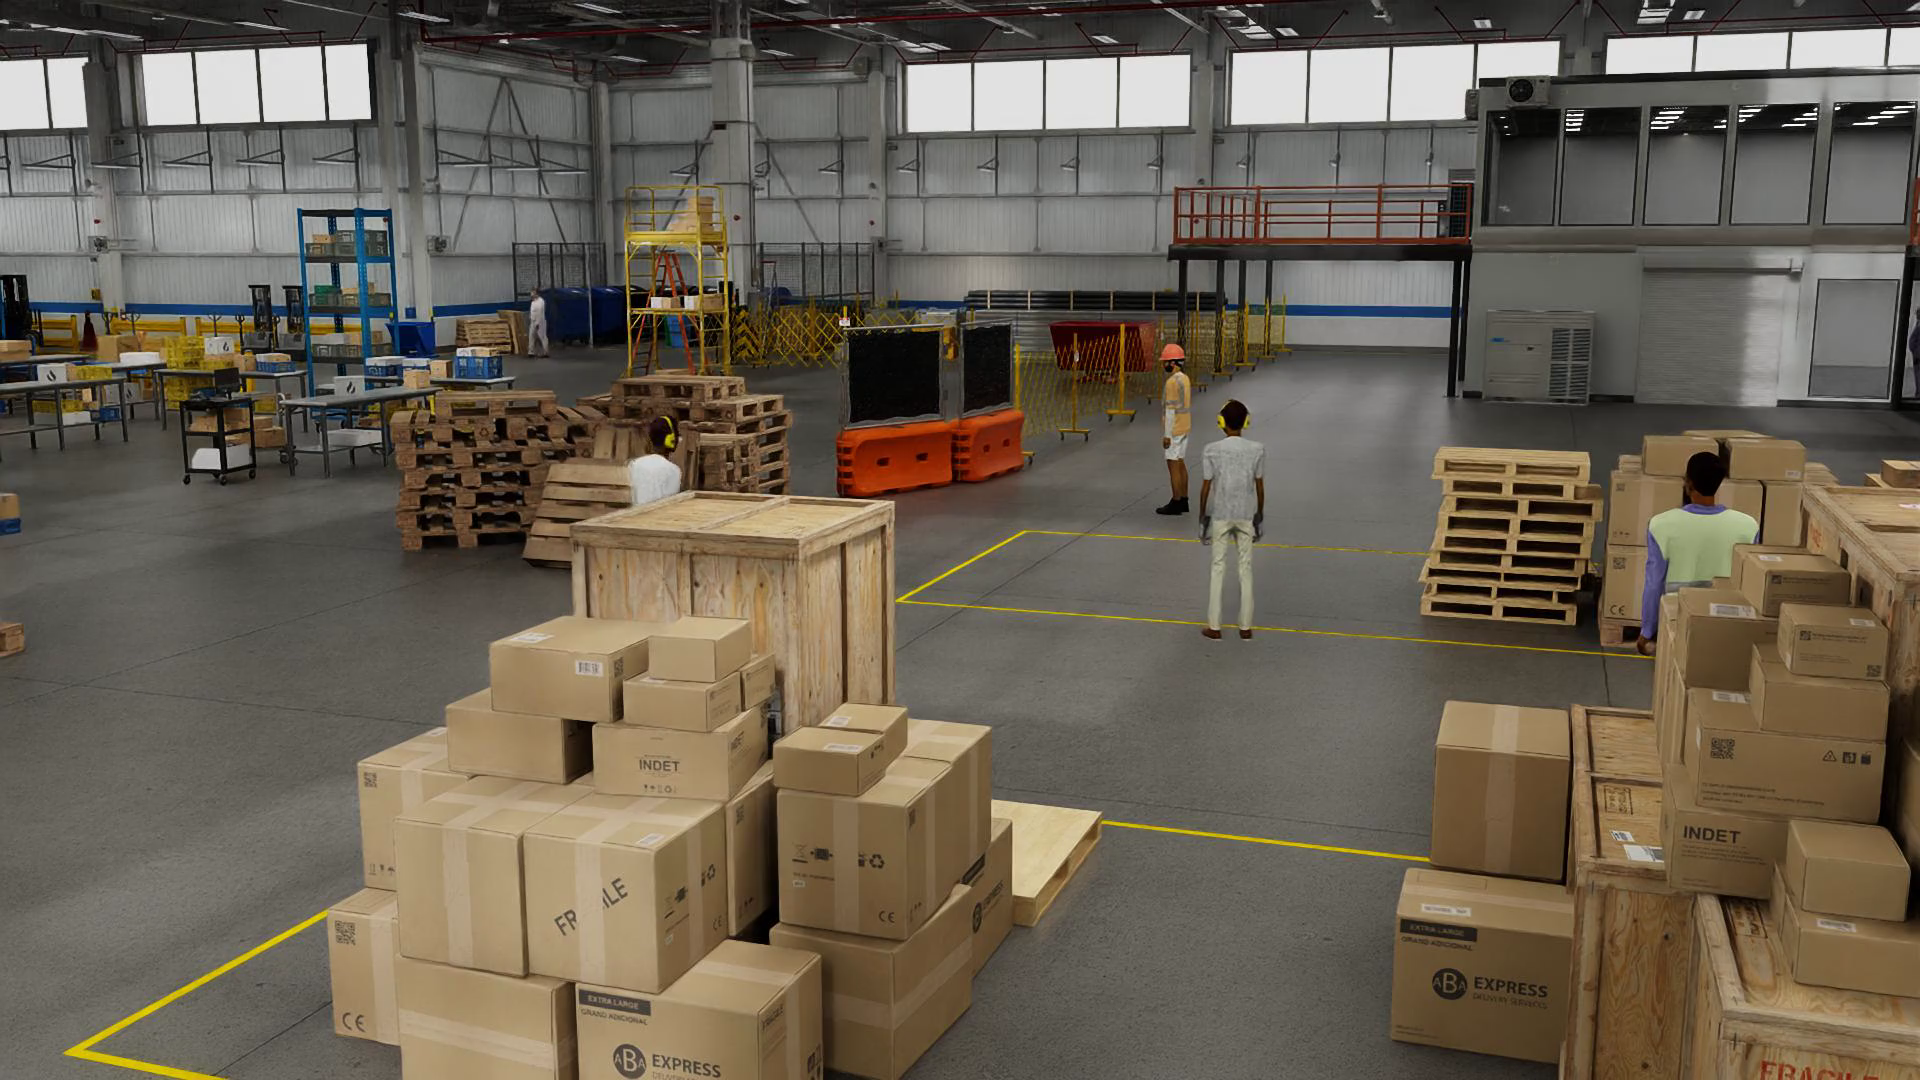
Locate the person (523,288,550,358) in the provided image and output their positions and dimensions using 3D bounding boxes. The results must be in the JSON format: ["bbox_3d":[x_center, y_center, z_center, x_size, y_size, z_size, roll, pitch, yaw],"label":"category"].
[{"bbox_3d":[-11.399,-5.805,44.572,0.797,1.877,0.654,-7,12,-35],"label":"person"}]

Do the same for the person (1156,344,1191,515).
[{"bbox_3d":[2.406,-1.242,18.771,0.384,1.929,0.539,4,11,22],"label":"person"}]

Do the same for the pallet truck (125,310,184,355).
[{"bbox_3d":[-22.038,-5.665,45.457,0.704,1.261,1.522,3,11,17],"label":"pallet truck"}]

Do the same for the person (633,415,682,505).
[{"bbox_3d":[-2.165,0.008,12.050,0.522,1.818,0.981,7,12,35],"label":"person"}]

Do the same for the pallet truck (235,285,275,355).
[{"bbox_3d":[-18.327,-5.835,44.421,0.823,1.965,1.885,4,11,23],"label":"pallet truck"}]

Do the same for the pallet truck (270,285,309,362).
[{"bbox_3d":[-17.147,-5.700,43.663,0.823,1.965,1.885,3,11,17],"label":"pallet truck"}]

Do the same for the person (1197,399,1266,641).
[{"bbox_3d":[2.083,-0.145,12.785,0.529,1.861,0.329,0,10,0],"label":"person"}]

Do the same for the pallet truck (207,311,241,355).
[{"bbox_3d":[-19.537,-5.575,44.913,0.653,1.274,1.630,3,11,19],"label":"pallet truck"}]

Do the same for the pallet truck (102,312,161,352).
[{"bbox_3d":[-23.057,-5.777,46.261,0.680,1.201,1.601,3,11,19],"label":"pallet truck"}]

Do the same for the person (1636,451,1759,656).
[{"bbox_3d":[4.031,0.472,9.117,0.595,1.921,0.386,1,10,3],"label":"person"}]

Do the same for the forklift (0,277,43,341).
[{"bbox_3d":[-27.151,-6.329,46.328,1.157,1.987,2.680,3,11,17],"label":"forklift"}]
